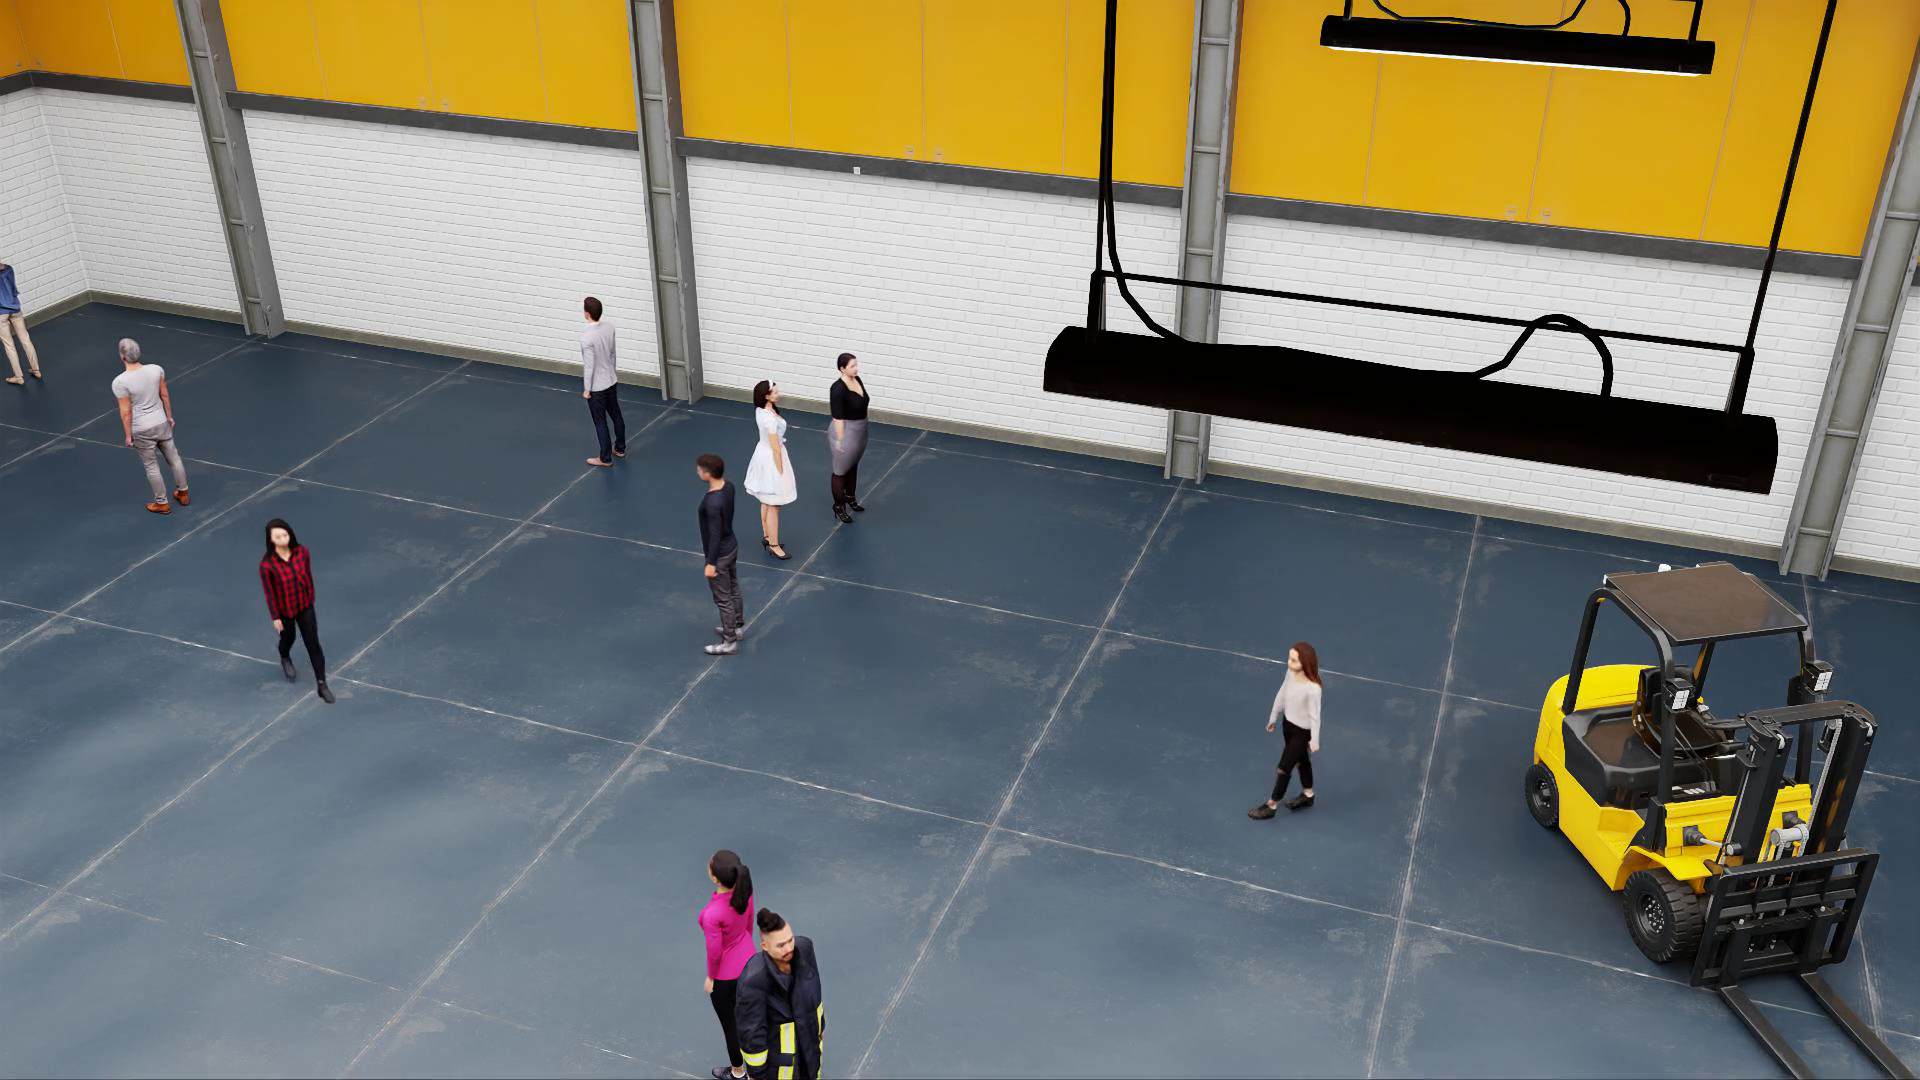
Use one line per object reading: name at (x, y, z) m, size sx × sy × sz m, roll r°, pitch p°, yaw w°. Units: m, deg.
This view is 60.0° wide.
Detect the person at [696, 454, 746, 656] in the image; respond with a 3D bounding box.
person at (-2.040, 0.109, 14.253) m, size 0.595 × 1.870 × 0.664 m, roll 5°, pitch 29°, yaw 10°

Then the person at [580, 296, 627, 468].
person at (-3.787, -1.683, 17.557) m, size 0.592 × 1.852 × 0.688 m, roll 12°, pitch 31°, yaw 22°

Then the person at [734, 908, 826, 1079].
person at (-0.986, 2.800, 9.330) m, size 0.826 × 1.861 × 0.851 m, roll 22°, pitch 36°, yaw 35°

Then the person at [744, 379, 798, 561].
person at (-1.784, -0.674, 15.745) m, size 0.915 × 1.817 × 0.860 m, roll -10°, pitch 30°, yaw -18°

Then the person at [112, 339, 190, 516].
person at (-8.073, -1.138, 16.580) m, size 0.657 × 1.831 × 0.746 m, roll 18°, pitch 34°, yaw 30°

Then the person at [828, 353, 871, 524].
person at (-1.122, -1.039, 16.475) m, size 0.639 × 1.759 × 0.675 m, roll 13°, pitch 31°, yaw 22°

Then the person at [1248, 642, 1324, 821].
person at (2.571, 1.390, 12.333) m, size 0.916 × 1.461 × 0.846 m, roll -11°, pitch 31°, yaw -19°

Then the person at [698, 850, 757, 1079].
person at (-1.355, 2.547, 9.963) m, size 0.620 × 1.699 × 0.626 m, roll 16°, pitch 32°, yaw 26°

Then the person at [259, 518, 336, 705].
person at (-5.557, 0.544, 13.723) m, size 1.142 × 1.614 × 0.878 m, roll 26°, pitch 38°, yaw 38°

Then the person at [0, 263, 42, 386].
person at (-11.207, -2.667, 19.524) m, size 0.602 × 1.697 × 0.643 m, roll 14°, pitch 32°, yaw 25°
